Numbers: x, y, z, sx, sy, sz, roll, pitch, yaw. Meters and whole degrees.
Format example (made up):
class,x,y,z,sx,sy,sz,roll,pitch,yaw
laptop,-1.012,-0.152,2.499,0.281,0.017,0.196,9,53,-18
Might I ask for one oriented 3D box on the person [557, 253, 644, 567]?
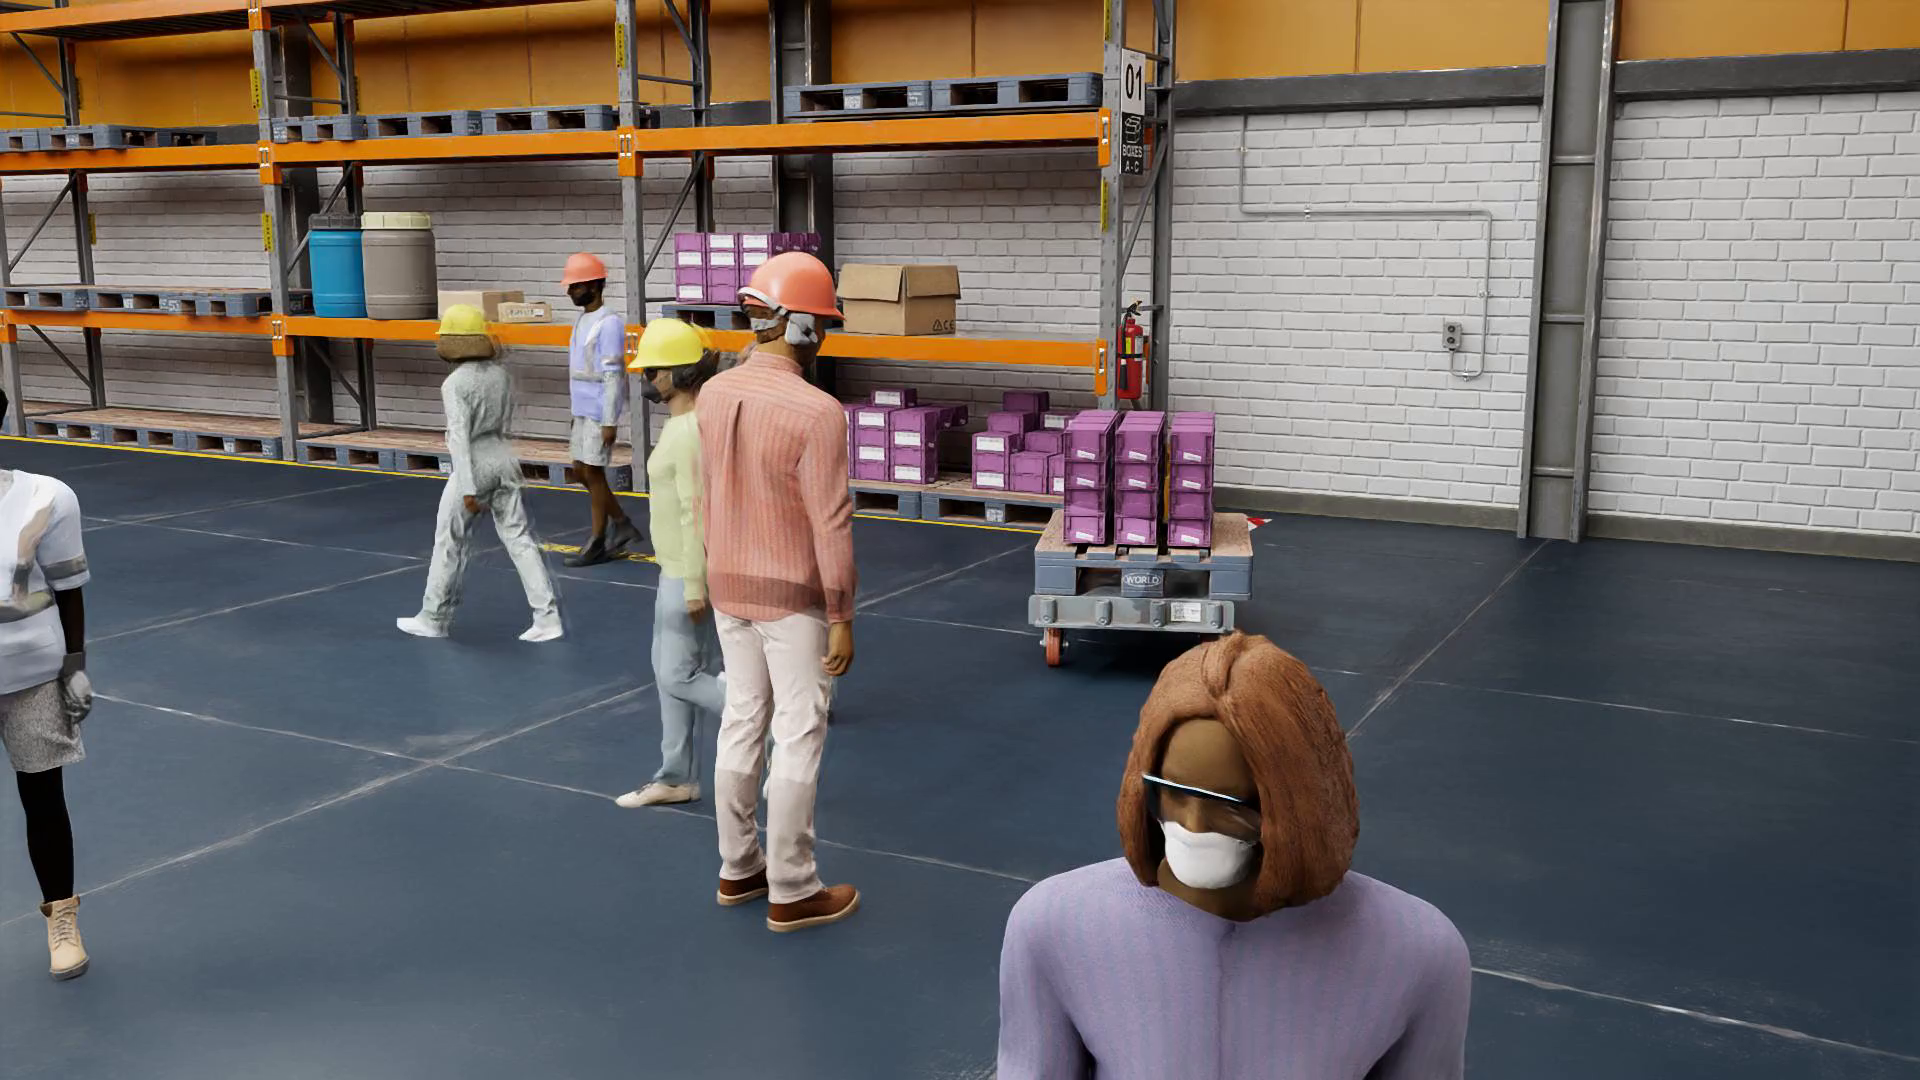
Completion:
class,x,y,z,sx,sy,sz,roll,pitch,yaw
person,-2.238,-0.794,10.249,0.501,1.930,0.555,-7,12,-33

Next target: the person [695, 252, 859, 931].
class,x,y,z,sx,sy,sz,roll,pitch,yaw
person,-0.514,0.161,4.875,0.625,1.980,0.409,10,14,42

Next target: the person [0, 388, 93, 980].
class,x,y,z,sx,sy,sz,roll,pitch,yaw
person,-2.613,0.374,4.464,0.530,1.697,0.321,-5,11,-24

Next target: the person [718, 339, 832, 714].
class,x,y,z,sx,sy,sz,roll,pitch,yaw
person,-0.787,-0.061,7.136,0.533,1.592,0.870,-6,12,-29

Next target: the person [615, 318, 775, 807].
class,x,y,z,sx,sy,sz,roll,pitch,yaw
person,-0.901,0.102,5.807,0.594,1.751,0.535,-2,11,-12

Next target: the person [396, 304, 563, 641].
class,x,y,z,sx,sy,sz,roll,pitch,yaw
person,-2.399,-0.321,8.294,0.916,1.696,0.490,5,11,25

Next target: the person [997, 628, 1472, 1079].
class,x,y,z,sx,sy,sz,roll,pitch,yaw
person,0.279,0.891,1.800,0.507,1.632,0.282,1,10,7
